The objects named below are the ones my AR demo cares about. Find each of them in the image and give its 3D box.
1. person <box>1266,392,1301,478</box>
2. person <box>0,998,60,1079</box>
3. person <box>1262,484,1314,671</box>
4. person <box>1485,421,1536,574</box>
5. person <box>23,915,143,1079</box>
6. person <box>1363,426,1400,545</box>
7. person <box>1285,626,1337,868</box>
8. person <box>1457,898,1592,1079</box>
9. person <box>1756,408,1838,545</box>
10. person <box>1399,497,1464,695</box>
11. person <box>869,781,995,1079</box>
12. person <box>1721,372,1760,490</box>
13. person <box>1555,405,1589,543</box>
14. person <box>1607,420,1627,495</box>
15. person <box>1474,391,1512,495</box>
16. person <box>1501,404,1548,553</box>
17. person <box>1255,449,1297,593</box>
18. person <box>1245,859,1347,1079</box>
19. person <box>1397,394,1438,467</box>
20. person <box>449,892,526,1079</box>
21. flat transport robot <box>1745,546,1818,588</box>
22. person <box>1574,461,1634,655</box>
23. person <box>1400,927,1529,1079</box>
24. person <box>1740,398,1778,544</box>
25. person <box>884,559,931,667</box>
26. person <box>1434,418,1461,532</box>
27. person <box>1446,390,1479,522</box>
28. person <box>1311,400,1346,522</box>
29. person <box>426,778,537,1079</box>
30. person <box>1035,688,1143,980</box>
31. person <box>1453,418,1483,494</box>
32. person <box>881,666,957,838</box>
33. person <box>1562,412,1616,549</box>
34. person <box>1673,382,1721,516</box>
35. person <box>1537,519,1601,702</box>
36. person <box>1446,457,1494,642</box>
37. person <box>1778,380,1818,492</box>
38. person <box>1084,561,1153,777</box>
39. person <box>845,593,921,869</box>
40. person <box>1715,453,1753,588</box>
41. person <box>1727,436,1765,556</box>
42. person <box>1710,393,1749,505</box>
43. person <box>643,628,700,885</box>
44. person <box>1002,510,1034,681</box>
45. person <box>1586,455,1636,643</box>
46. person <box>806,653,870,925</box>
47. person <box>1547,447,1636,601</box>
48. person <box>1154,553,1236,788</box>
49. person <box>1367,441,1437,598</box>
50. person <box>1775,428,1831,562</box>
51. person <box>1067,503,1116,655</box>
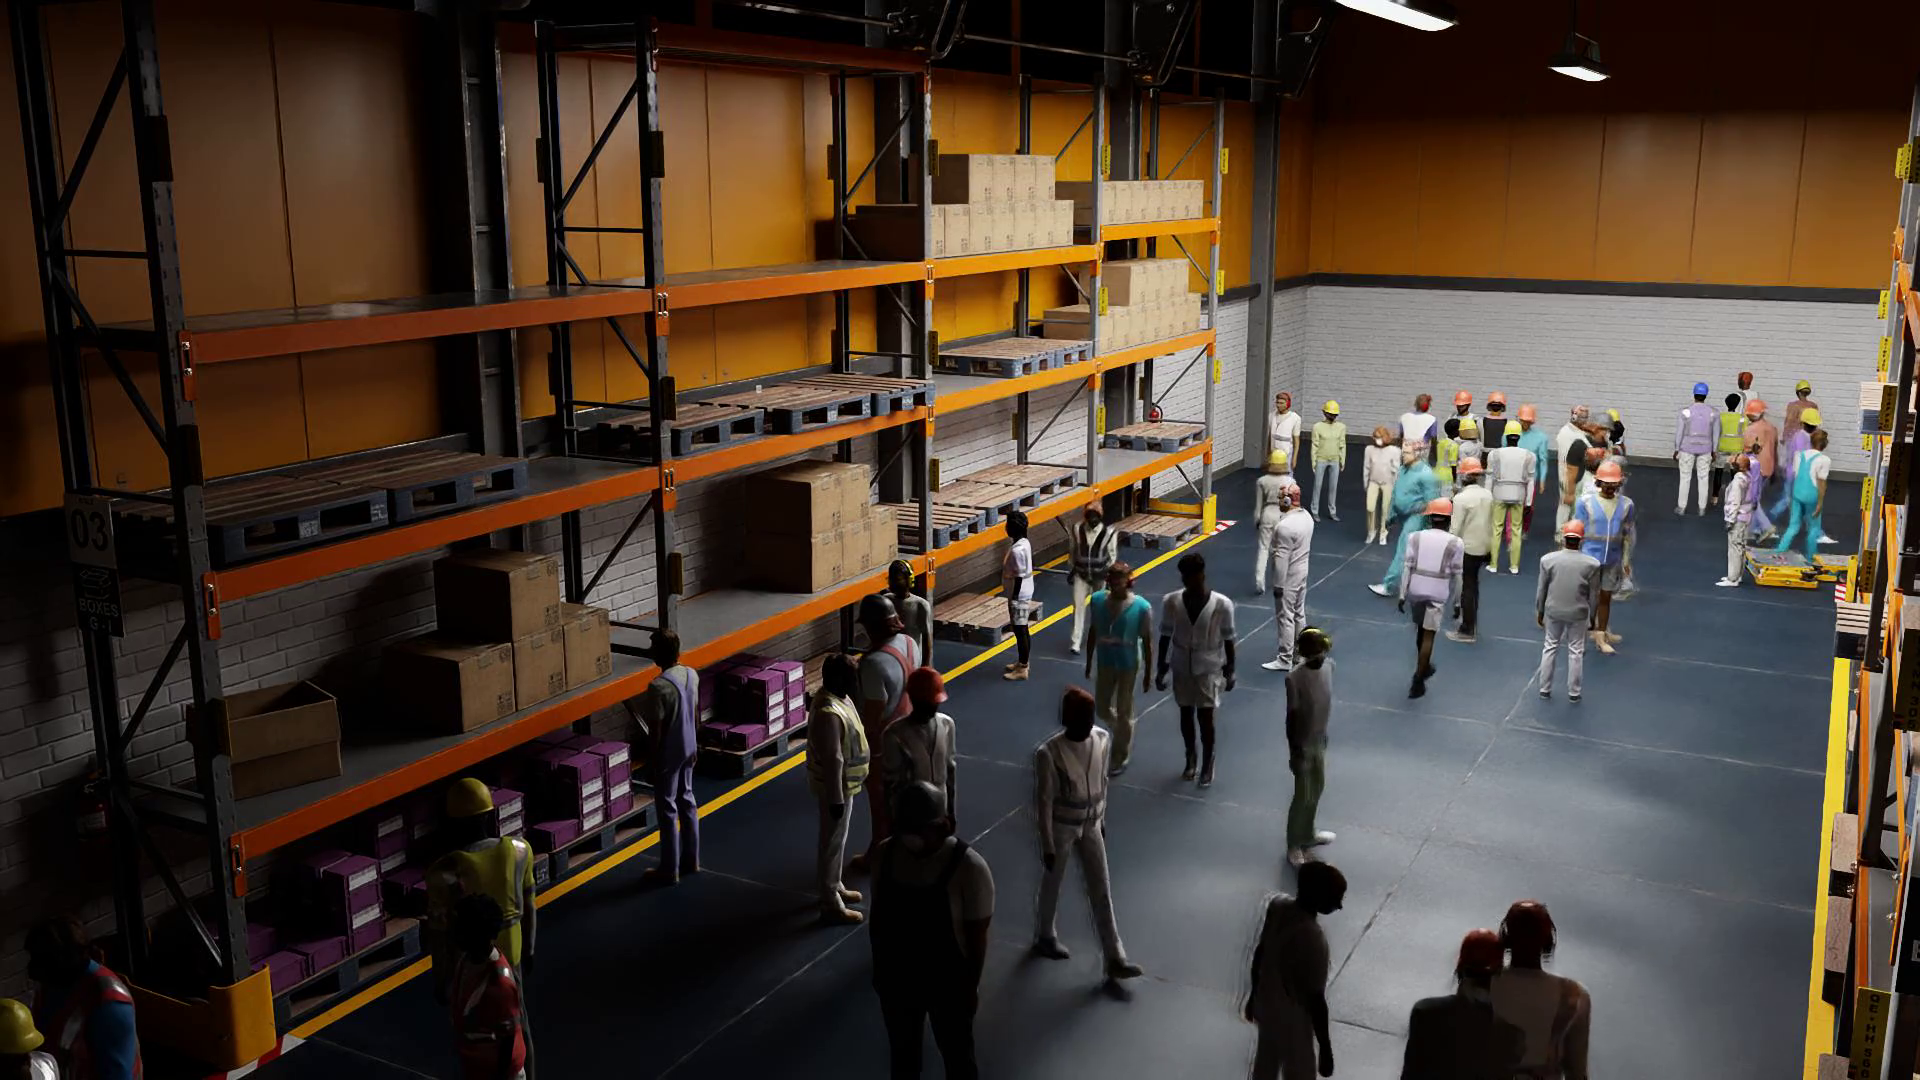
[{"bbox_3d":[4.681,-1.226,24.063,0.388,1.838,0.562,-10,16,-37],"label":"person"},{"bbox_3d":[-3.765,2.674,6.633,0.403,1.825,0.594,5,13,19],"label":"person"},{"bbox_3d":[3.306,0.368,16.791,0.401,1.899,0.646,8,15,32],"label":"person"},{"bbox_3d":[6.838,-0.526,20.741,0.587,1.919,0.397,3,13,12],"label":"person"},{"bbox_3d":[-3.847,2.511,7.351,0.631,1.837,0.432,10,16,37],"label":"person"},{"bbox_3d":[5.643,-0.716,22.289,0.519,1.613,0.483,6,14,23],"label":"person"},{"bbox_3d":[2.569,1.459,12.066,0.704,1.827,0.413,-11,17,-41],"label":"person"},{"bbox_3d":[2.442,2.502,7.308,0.580,1.867,0.647,4,13,19],"label":"person"},{"bbox_3d":[11.335,-0.874,22.455,1.018,1.860,0.597,10,16,39],"label":"person"},{"bbox_3d":[4.547,0.538,16.116,0.565,1.875,0.946,8,15,33],"label":"person"},{"bbox_3d":[-0.186,2.167,8.405,0.686,2.000,0.535,6,14,26],"label":"person"},{"bbox_3d":[12.283,-1.703,26.117,0.568,1.878,0.350,-7,15,-30],"label":"person"},{"bbox_3d":[8.267,-0.881,22.397,0.653,1.894,0.401,-12,17,-43],"label":"person"},{"bbox_3d":[8.762,-0.759,22.304,0.320,1.694,0.535,7,14,29],"label":"person"},{"bbox_3d":[7.240,-1.010,22.660,0.612,2.033,0.411,4,13,17],"label":"person"},{"bbox_3d":[7.491,-0.853,22.130,0.609,1.965,0.923,5,14,21],"label":"person"},{"bbox_3d":[3.748,-0.227,19.873,0.491,1.719,0.778,5,14,22],"label":"person"},{"bbox_3d":[1.577,2.356,8.130,0.332,1.814,0.684,-5,13,-19],"label":"person"},{"bbox_3d":[6.616,-1.226,24.141,0.956,1.804,0.570,-12,17,-42],"label":"person"},{"bbox_3d":[-2.227,2.463,7.857,0.320,1.698,0.531,-8,15,-32],"label":"person"},{"bbox_3d":[10.158,0.322,20.661,0.652,0.197,1.431,4,13,16],"label":"flat transport robot"},{"bbox_3d":[6.653,0.191,17.243,0.605,2.045,0.378,0,13,1],"label":"person"},{"bbox_3d":[2.256,2.563,7.412,0.582,1.696,0.799,5,13,20],"label":"person"},{"bbox_3d":[10.846,-0.914,22.418,0.654,1.958,0.800,-5,13,-20],"label":"person"},{"bbox_3d":[-0.482,1.069,13.707,0.526,1.871,0.324,7,14,27],"label":"person"},{"bbox_3d":[6.606,-0.815,22.560,0.321,1.689,0.535,-2,13,-8],"label":"person"},{"bbox_3d":[7.105,-1.172,23.616,0.386,1.929,0.543,-9,15,-34],"label":"person"},{"bbox_3d":[5.265,-1.125,23.786,0.525,1.760,0.341,-2,13,-10],"label":"person"},{"bbox_3d":[-2.493,2.167,8.691,0.590,1.919,0.400,-12,17,-42],"label":"person"},{"bbox_3d":[0.759,1.836,10.328,0.608,1.835,0.962,-8,15,-31],"label":"person"},{"bbox_3d":[6.753,-0.763,22.210,0.484,1.737,0.307,-11,17,-40],"label":"person"},{"bbox_3d":[-0.233,1.733,10.615,0.545,1.933,0.380,-9,15,-34],"label":"person"},{"bbox_3d":[7.944,-0.668,21.099,0.708,2.000,0.675,-7,14,-28],"label":"person"},{"bbox_3d":[10.721,-1.323,24.240,0.608,1.946,0.406,3,13,13],"label":"person"},{"bbox_3d":[5.771,0.665,15.800,0.566,1.744,0.350,7,14,28],"label":"person"},{"bbox_3d":[5.463,0.098,17.911,0.712,1.957,0.667,-9,16,-36],"label":"person"},{"bbox_3d":[13.085,-1.607,25.959,0.540,1.758,0.349,-2,13,-10],"label":"person"},{"bbox_3d":[1.336,1.046,13.882,0.615,1.832,0.477,8,15,30],"label":"person"},{"bbox_3d":[-0.596,1.359,12.024,0.537,2.000,0.679,5,14,22],"label":"person"},{"bbox_3d":[9.387,-0.242,20.102,0.311,1.639,0.512,10,16,37],"label":"person"},{"bbox_3d":[10.129,-0.534,21.426,0.321,1.631,0.527,0,13,1],"label":"person"},{"bbox_3d":[11.524,-1.352,24.938,0.529,1.697,0.321,6,14,25],"label":"person"},{"bbox_3d":[-2.040,1.521,11.772,0.355,1.836,0.514,6,14,26],"label":"person"},{"bbox_3d":[0.568,0.543,16.453,0.317,1.695,0.540,2,13,8],"label":"person"},{"bbox_3d":[6.897,0.078,17.761,0.589,2.000,0.694,6,14,24],"label":"person"},{"bbox_3d":[-0.815,1.647,11.189,0.429,1.839,0.634,0,13,-2],"label":"person"},{"bbox_3d":[7.451,-0.179,19.386,0.989,1.840,0.565,-1,13,-5],"label":"person"},{"bbox_3d":[1.899,1.065,13.582,0.628,1.938,0.625,6,14,23],"label":"person"},{"bbox_3d":[5.223,-0.239,19.578,0.991,1.856,0.673,-4,13,-16],"label":"person"},{"bbox_3d":[10.590,-0.498,20.899,0.812,1.815,0.525,-7,14,-28],"label":"person"},{"bbox_3d":[1.353,0.403,17.297,0.525,1.587,0.877,3,13,12],"label":"person"}]
